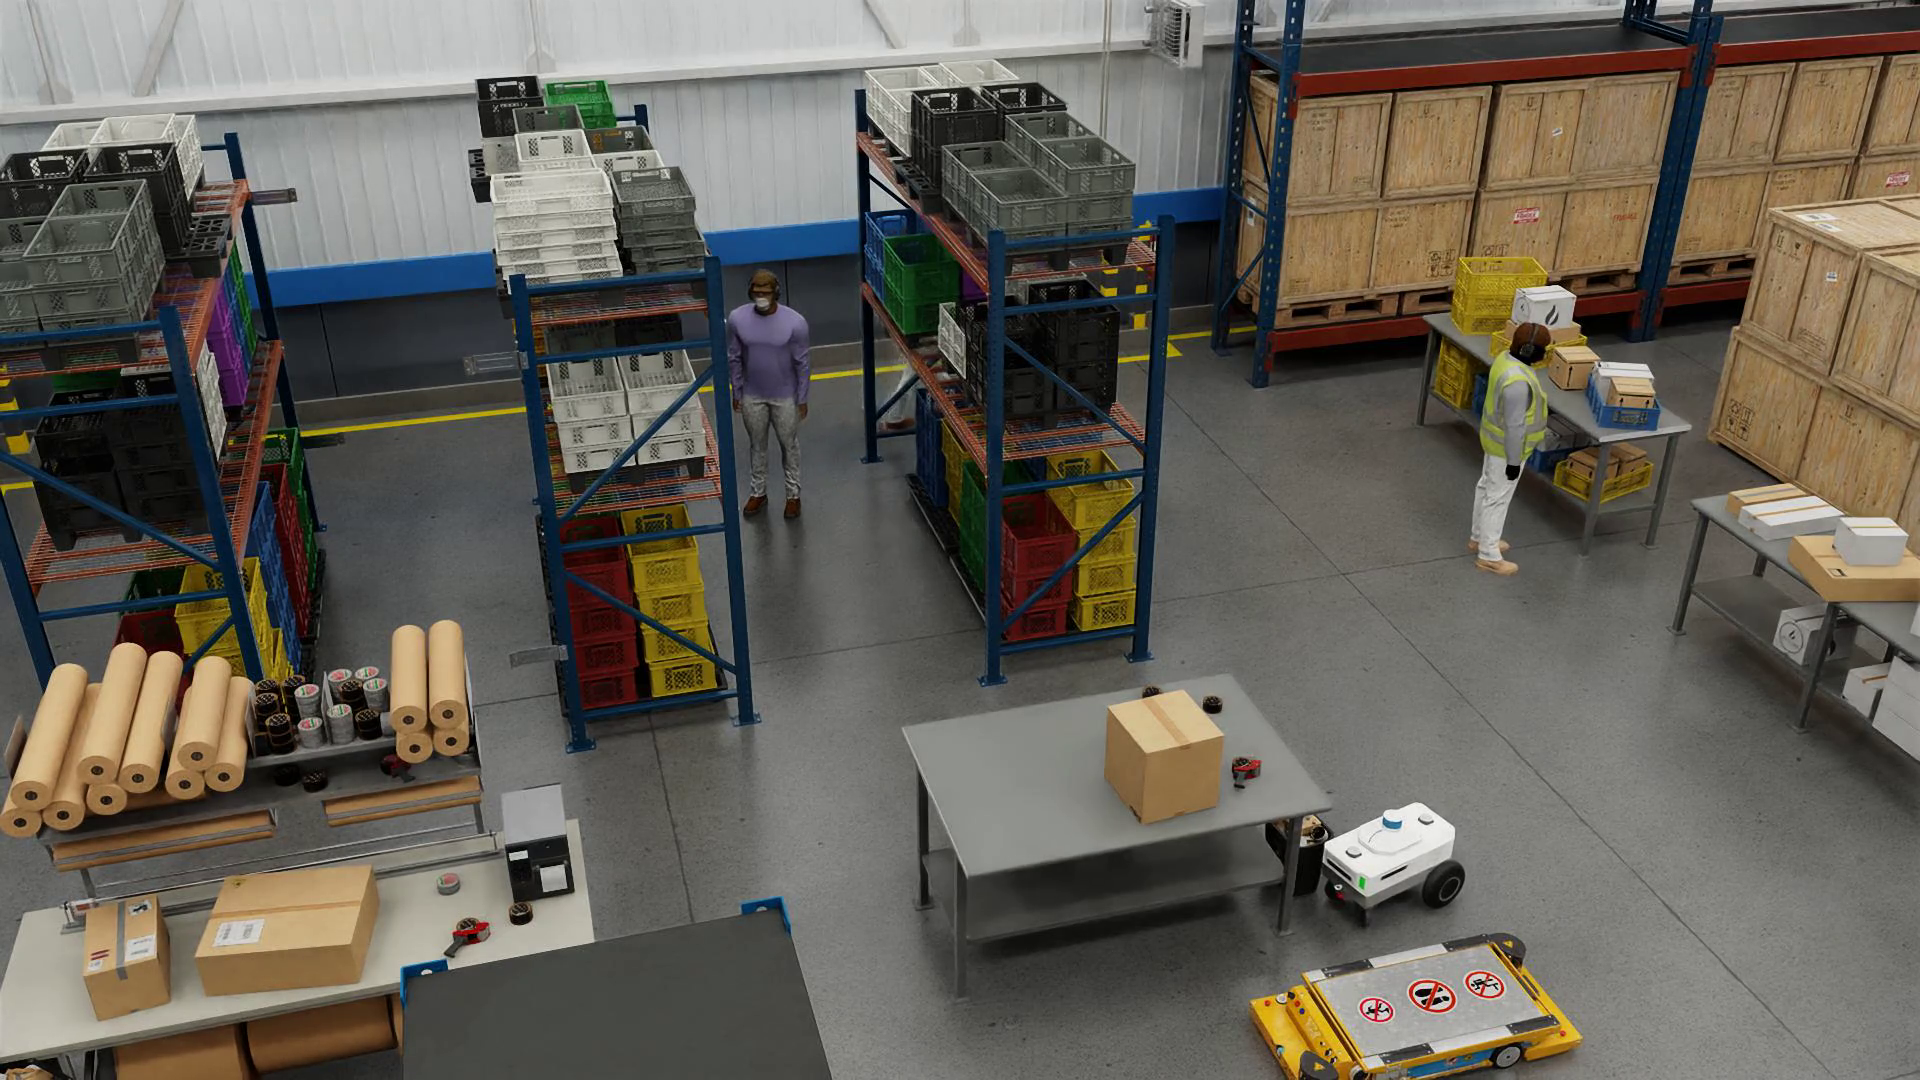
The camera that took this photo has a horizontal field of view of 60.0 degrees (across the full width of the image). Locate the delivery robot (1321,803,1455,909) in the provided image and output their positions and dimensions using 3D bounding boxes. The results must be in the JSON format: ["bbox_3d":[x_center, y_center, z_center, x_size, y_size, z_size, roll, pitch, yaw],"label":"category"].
[{"bbox_3d":[2.251,1.642,8.759,0.707,0.478,0.477,-16,33,-27],"label":"delivery robot"}]

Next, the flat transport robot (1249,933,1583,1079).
[{"bbox_3d":[2.184,2.282,7.980,1.431,0.197,0.652,-8,30,-14],"label":"flat transport robot"}]

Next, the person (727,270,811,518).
[{"bbox_3d":[-1.418,-1.082,12.382,0.634,1.940,0.367,5,29,9],"label":"person"}]

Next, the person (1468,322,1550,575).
[{"bbox_3d":[3.874,-0.662,11.723,0.429,1.839,0.621,4,29,7],"label":"person"}]

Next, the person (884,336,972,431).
[{"bbox_3d":[-0.214,-1.728,13.658,0.941,1.838,0.615,-7,30,-12],"label":"person"}]
